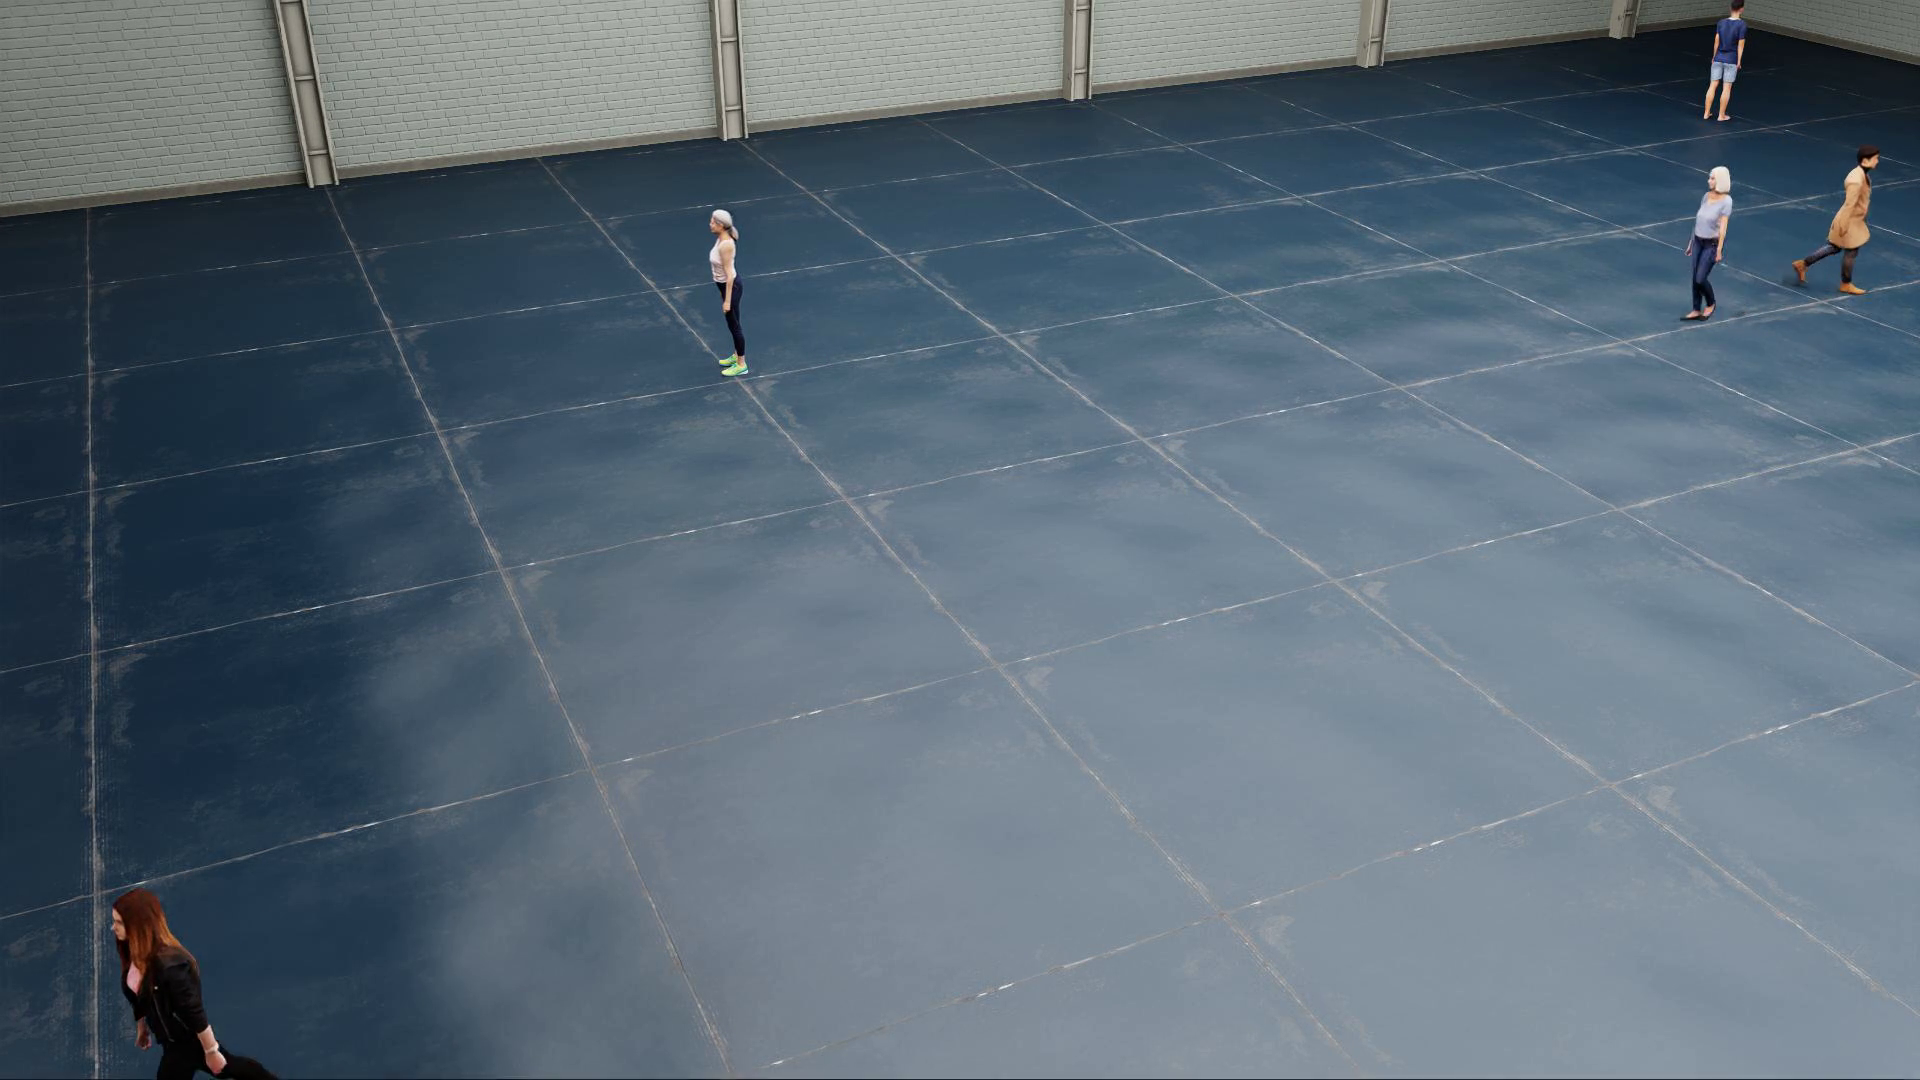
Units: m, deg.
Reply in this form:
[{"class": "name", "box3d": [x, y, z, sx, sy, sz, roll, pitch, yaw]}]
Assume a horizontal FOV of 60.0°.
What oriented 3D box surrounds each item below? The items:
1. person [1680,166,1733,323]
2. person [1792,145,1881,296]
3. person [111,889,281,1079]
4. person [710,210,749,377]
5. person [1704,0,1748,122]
[{"class": "person", "box3d": [8.215, -3.215, 18.127, 0.645, 1.709, 0.636, -8, 29, -14]}, {"class": "person", "box3d": [10.060, -3.668, 18.986, 1.090, 1.700, 1.095, 14, 31, 25]}, {"class": "person", "box3d": [-3.562, 2.290, 7.835, 1.234, 1.667, 0.868, -24, 36, -37]}, {"class": "person", "box3d": [-2.327, -2.512, 16.813, 0.604, 1.703, 0.651, -6, 29, -10]}, {"class": "person", "box3d": [12.023, -7.534, 26.097, 0.690, 1.841, 0.677, 25, 37, 38]}]
